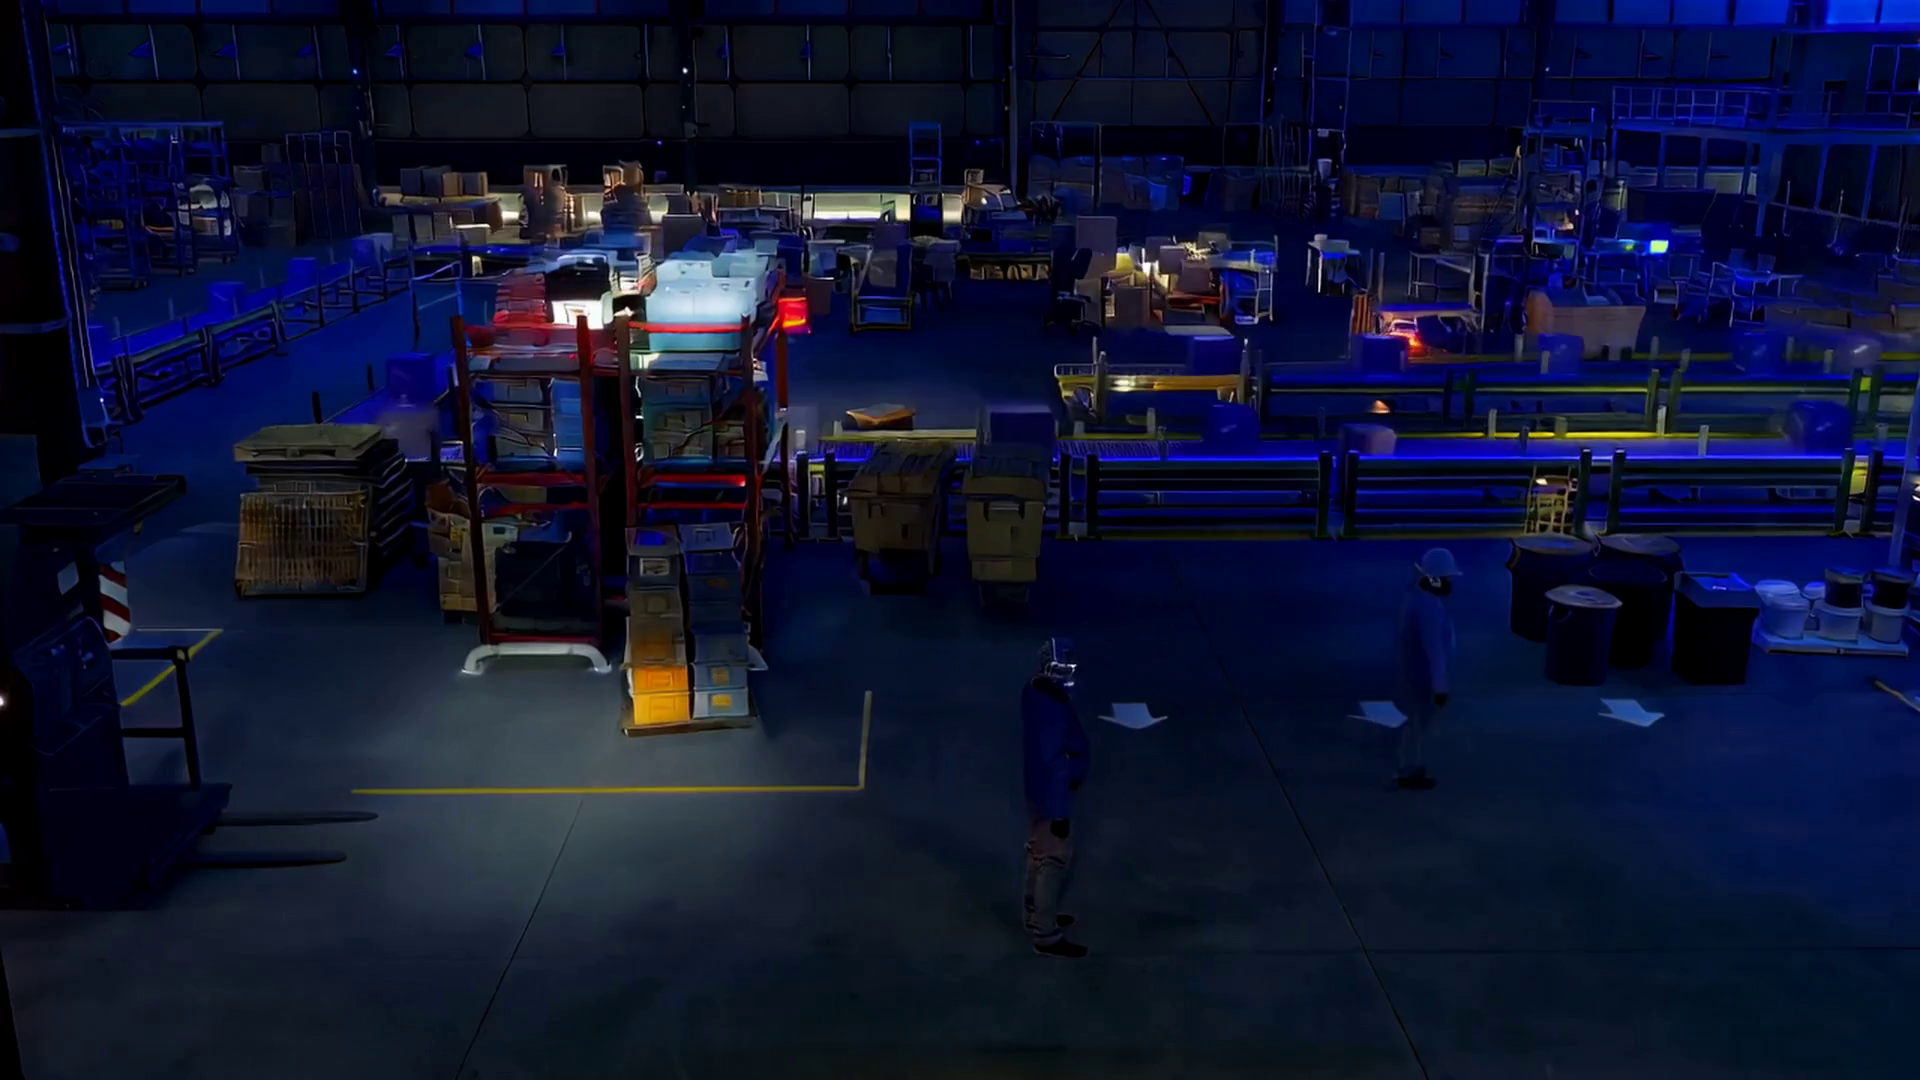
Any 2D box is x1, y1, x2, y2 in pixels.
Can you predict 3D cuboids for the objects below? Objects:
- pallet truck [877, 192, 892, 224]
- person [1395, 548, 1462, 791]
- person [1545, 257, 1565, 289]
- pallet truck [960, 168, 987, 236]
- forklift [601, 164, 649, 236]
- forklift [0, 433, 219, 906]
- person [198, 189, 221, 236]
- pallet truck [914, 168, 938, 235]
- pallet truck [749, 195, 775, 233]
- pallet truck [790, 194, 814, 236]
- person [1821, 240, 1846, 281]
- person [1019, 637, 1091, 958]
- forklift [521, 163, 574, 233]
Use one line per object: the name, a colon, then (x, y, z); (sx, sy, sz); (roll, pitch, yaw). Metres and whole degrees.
pallet truck: (-2.277, -9.986, 50.594); (0.653, 1.274, 1.630); (0, 16, -1)
person: (3.318, 0.921, 11.775); (0.470, 1.808, 0.617); (0, 16, 0)
person: (10.153, -3.911, 28.469); (0.331, 1.874, 0.519); (14, 21, 39)
pallet truck: (0.383, -10.230, 50.206); (0.823, 1.965, 1.885); (-1, 16, -3)
forklift: (-9.948, -10.127, 49.296); (1.157, 1.987, 2.680); (-1, 16, -3)
forklift: (-5.952, 0.780, 10.366); (1.873, 2.768, 1.129); (0, 16, -1)
person: (-20.709, -8.930, 45.992); (0.590, 1.828, 0.403); (4, 16, 13)
pallet truck: (-0.989, -10.316, 50.507); (0.823, 1.965, 1.885); (1, 16, 3)
pallet truck: (-6.051, -9.967, 50.660); (0.680, 1.201, 1.601); (0, 16, -1)
pallet truck: (-4.814, -9.883, 50.259); (0.704, 1.261, 1.522); (-1, 16, -3)
person: (17.048, -4.972, 32.413); (0.537, 1.712, 0.917); (11, 19, 34)
person: (0.554, 1.475, 9.682); (0.408, 1.909, 0.638); (-2, 16, -6)
forklift: (-12.233, -10.122, 49.298); (1.157, 1.987, 2.680); (0, 16, -1)
